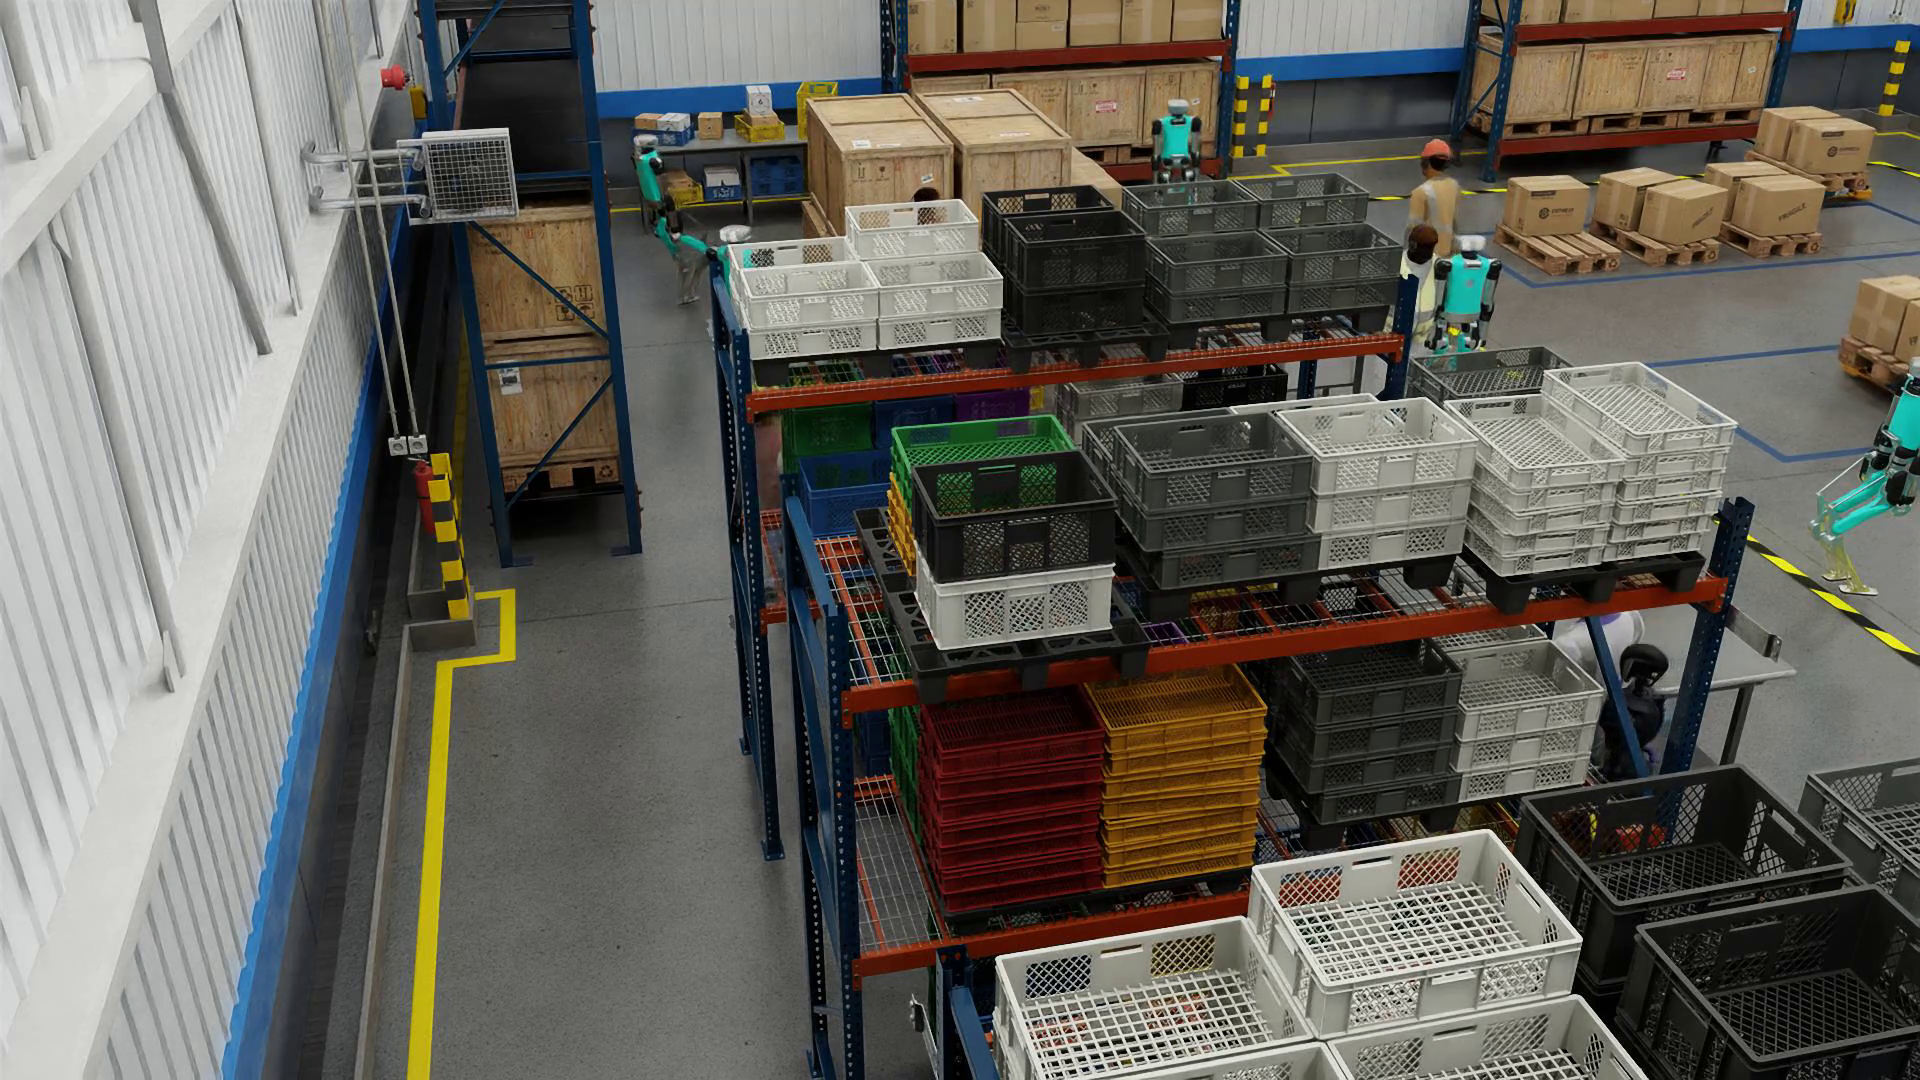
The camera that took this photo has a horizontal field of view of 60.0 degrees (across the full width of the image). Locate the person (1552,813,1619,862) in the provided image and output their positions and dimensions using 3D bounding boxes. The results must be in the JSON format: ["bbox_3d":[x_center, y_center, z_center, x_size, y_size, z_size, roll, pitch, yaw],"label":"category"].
[{"bbox_3d":[2.416,1.882,6.762,0.315,1.866,0.533,7,29,13],"label":"person"}]

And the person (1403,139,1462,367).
[{"bbox_3d":[4.278,-2.645,15.254,0.685,1.971,0.998,-23,35,-36],"label":"person"}]

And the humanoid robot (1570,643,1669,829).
[{"bbox_3d":[3.203,1.205,8.240,0.398,1.647,0.588,15,31,25],"label":"humanoid robot"}]

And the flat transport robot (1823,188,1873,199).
[{"bbox_3d":[10.228,-4.291,20.157,1.431,0.197,0.652,-6,28,-12],"label":"flat transport robot"}]

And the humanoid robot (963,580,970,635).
[{"bbox_3d":[0.406,0.971,8.672,0.894,1.806,0.546,-6,28,-12],"label":"humanoid robot"}]

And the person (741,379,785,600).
[{"bbox_3d":[-1.253,-0.272,10.984,0.413,1.741,0.542,-15,31,-26],"label":"person"}]

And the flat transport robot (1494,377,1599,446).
[{"bbox_3d":[4.780,-1.036,14.013,0.659,0.231,1.431,-6,28,-12],"label":"flat transport robot"}]

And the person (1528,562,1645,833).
[{"bbox_3d":[3.066,0.936,8.369,0.604,2.045,0.375,-19,33,-32],"label":"person"}]

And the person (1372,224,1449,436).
[{"bbox_3d":[3.646,-1.682,13.563,0.628,1.835,0.430,-3,28,-6],"label":"person"}]

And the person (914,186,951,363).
[{"bbox_3d":[-0.210,-2.122,14.330,0.433,1.909,0.597,-3,28,-6],"label":"person"}]

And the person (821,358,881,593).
[{"bbox_3d":[-0.758,-0.414,11.170,0.959,1.823,0.543,3,28,6],"label":"person"}]

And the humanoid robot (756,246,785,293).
[{"bbox_3d":[-1.543,-1.643,13.656,0.543,1.637,0.590,-12,30,-21],"label":"humanoid robot"}]

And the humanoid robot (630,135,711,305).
[{"bbox_3d":[-2.784,-3.104,16.477,0.779,1.883,0.571,-19,33,-32],"label":"humanoid robot"}]

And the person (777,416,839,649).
[{"bbox_3d":[-0.900,-0.061,10.486,0.498,1.839,0.342,-16,32,-27],"label":"person"}]

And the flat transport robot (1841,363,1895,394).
[{"bbox_3d":[8.527,-1.361,14.600,0.652,0.197,1.431,-6,28,-12],"label":"flat transport robot"}]

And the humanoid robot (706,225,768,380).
[{"bbox_3d":[-1.720,-1.847,13.940,0.535,1.754,0.740,8,29,15],"label":"humanoid robot"}]

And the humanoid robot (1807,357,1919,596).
[{"bbox_3d":[6.062,-0.428,11.139,0.735,1.677,0.533,-1,28,-2],"label":"humanoid robot"}]

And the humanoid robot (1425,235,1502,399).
[{"bbox_3d":[4.023,-1.697,13.694,0.531,1.798,0.666,-1,28,-2],"label":"humanoid robot"}]

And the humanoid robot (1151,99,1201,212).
[{"bbox_3d":[2.309,-3.615,17.419,0.552,1.857,0.815,-4,28,-7],"label":"humanoid robot"}]
